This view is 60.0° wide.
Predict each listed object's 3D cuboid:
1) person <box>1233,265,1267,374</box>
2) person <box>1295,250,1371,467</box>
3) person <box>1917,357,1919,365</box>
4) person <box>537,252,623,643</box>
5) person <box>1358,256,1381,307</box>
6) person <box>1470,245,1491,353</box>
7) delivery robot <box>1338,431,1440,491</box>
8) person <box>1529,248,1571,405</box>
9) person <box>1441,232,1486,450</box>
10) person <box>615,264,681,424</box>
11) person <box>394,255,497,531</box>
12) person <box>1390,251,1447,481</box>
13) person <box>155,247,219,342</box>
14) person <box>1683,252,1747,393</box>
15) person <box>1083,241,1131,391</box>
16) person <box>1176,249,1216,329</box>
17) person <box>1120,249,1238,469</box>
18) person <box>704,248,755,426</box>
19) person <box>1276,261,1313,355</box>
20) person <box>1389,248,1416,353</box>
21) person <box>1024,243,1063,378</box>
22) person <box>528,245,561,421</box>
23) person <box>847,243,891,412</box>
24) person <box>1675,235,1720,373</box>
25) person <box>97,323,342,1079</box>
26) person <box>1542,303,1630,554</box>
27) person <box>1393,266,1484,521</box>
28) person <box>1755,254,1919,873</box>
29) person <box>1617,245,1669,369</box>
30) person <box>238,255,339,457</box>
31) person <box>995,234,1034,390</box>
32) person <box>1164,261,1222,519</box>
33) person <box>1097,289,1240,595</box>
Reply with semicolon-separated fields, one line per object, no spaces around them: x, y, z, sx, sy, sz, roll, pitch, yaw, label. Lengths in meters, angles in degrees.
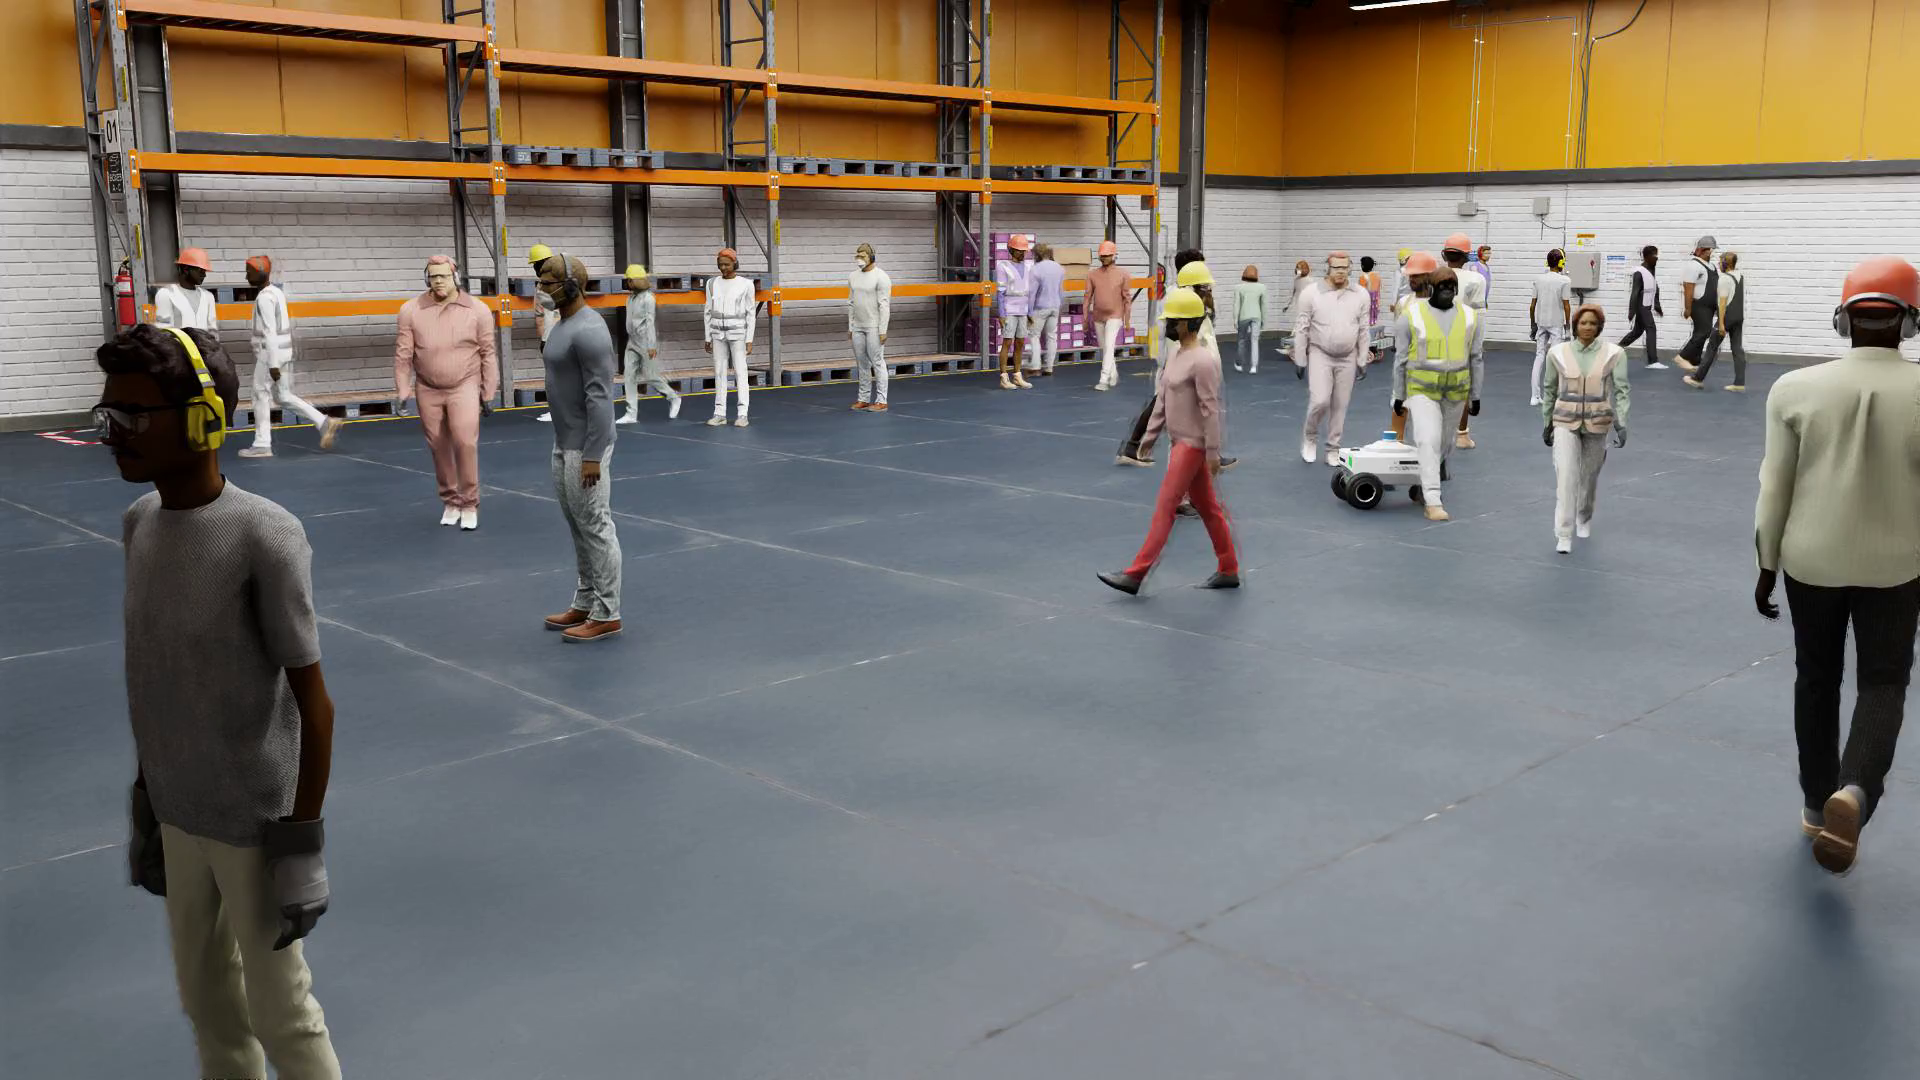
4.261;-3.241;24.474;0.501;1.578;0.885;0;10;1;person
3.269;-1.573;14.537;0.642;1.889;0.425;-1;10;-6;person
7.542;-1.071;12.617;0.863;1.592;0.512;-7;13;-34;person
-1.903;-0.459;8.327;0.355;1.936;0.635;-5;12;-26;person
6.923;-3.943;28.017;0.545;1.676;0.477;-10;14;-43;person
8.877;-4.108;28.487;0.387;1.841;0.565;8;13;38;person
3.214;-0.573;12.466;0.707;0.478;0.477;0;10;-2;delivery robot
7.018;-2.517;19.763;0.309;1.859;0.535;-9;14;-40;person
4.654;-1.870;15.733;0.606;2.045;0.389;6;12;29;person
-3.409;-2.129;18.031;0.493;1.716;0.732;10;14;43;person
-3.546;-1.001;11.431;0.646;1.880;0.729;-1;10;-5;person
3.683;-1.369;13.428;0.975;1.882;0.565;-9;13;-39;person
-6.694;-1.572;14.464;0.440;1.912;0.586;6;12;30;person
9.943;-2.843;21.695;0.517;1.799;0.944;-4;11;-23;person
1.959;-2.978;22.026;0.636;1.964;0.977;5;11;24;person
3.234;-3.058;22.784;0.567;1.824;0.907;4;11;21;person
1.883;-1.564;14.462;1.020;1.908;0.614;0;10;2;person
-2.454;-2.148;17.680;0.574;1.886;0.356;3;11;15;person
5.663;-3.893;27.990;0.828;1.593;0.543;-2;11;-12;person
7.682;-4.110;28.605;0.605;1.804;0.505;-7;13;-34;person
1.204;-3.253;23.662;0.661;1.911;0.400;-8;13;-36;person
-4.495;-2.250;18.153;0.392;1.917;0.589;0;10;-3;person
-1.050;-2.437;19.155;0.623;1.932;0.368;10;14;43;person
10.960;-3.474;24.490;0.539;2.000;0.688;8;13;38;person
-1.375;0.535;3.094;0.521;1.870;0.319;6;12;31;person
4.079;-0.751;10.869;0.528;1.596;0.872;3;11;18;person
3.471;-1.090;12.135;0.633;1.812;0.901;-1;10;-4;person
2.873;0.076;5.326;0.631;1.970;0.837;6;12;32;person
10.415;-3.571;25.468;0.946;1.880;0.592;9;14;40;person
-6.204;-1.674;15.201;0.822;1.848;0.579;-2;11;-8;person
0.745;-2.993;21.886;0.605;2.035;0.385;-10;14;-42;person
1.677;-1.079;11.984;0.404;1.837;0.588;5;11;24;person
1.212;-0.537;9.358;0.908;1.722;0.531;-2;11;-8;person
